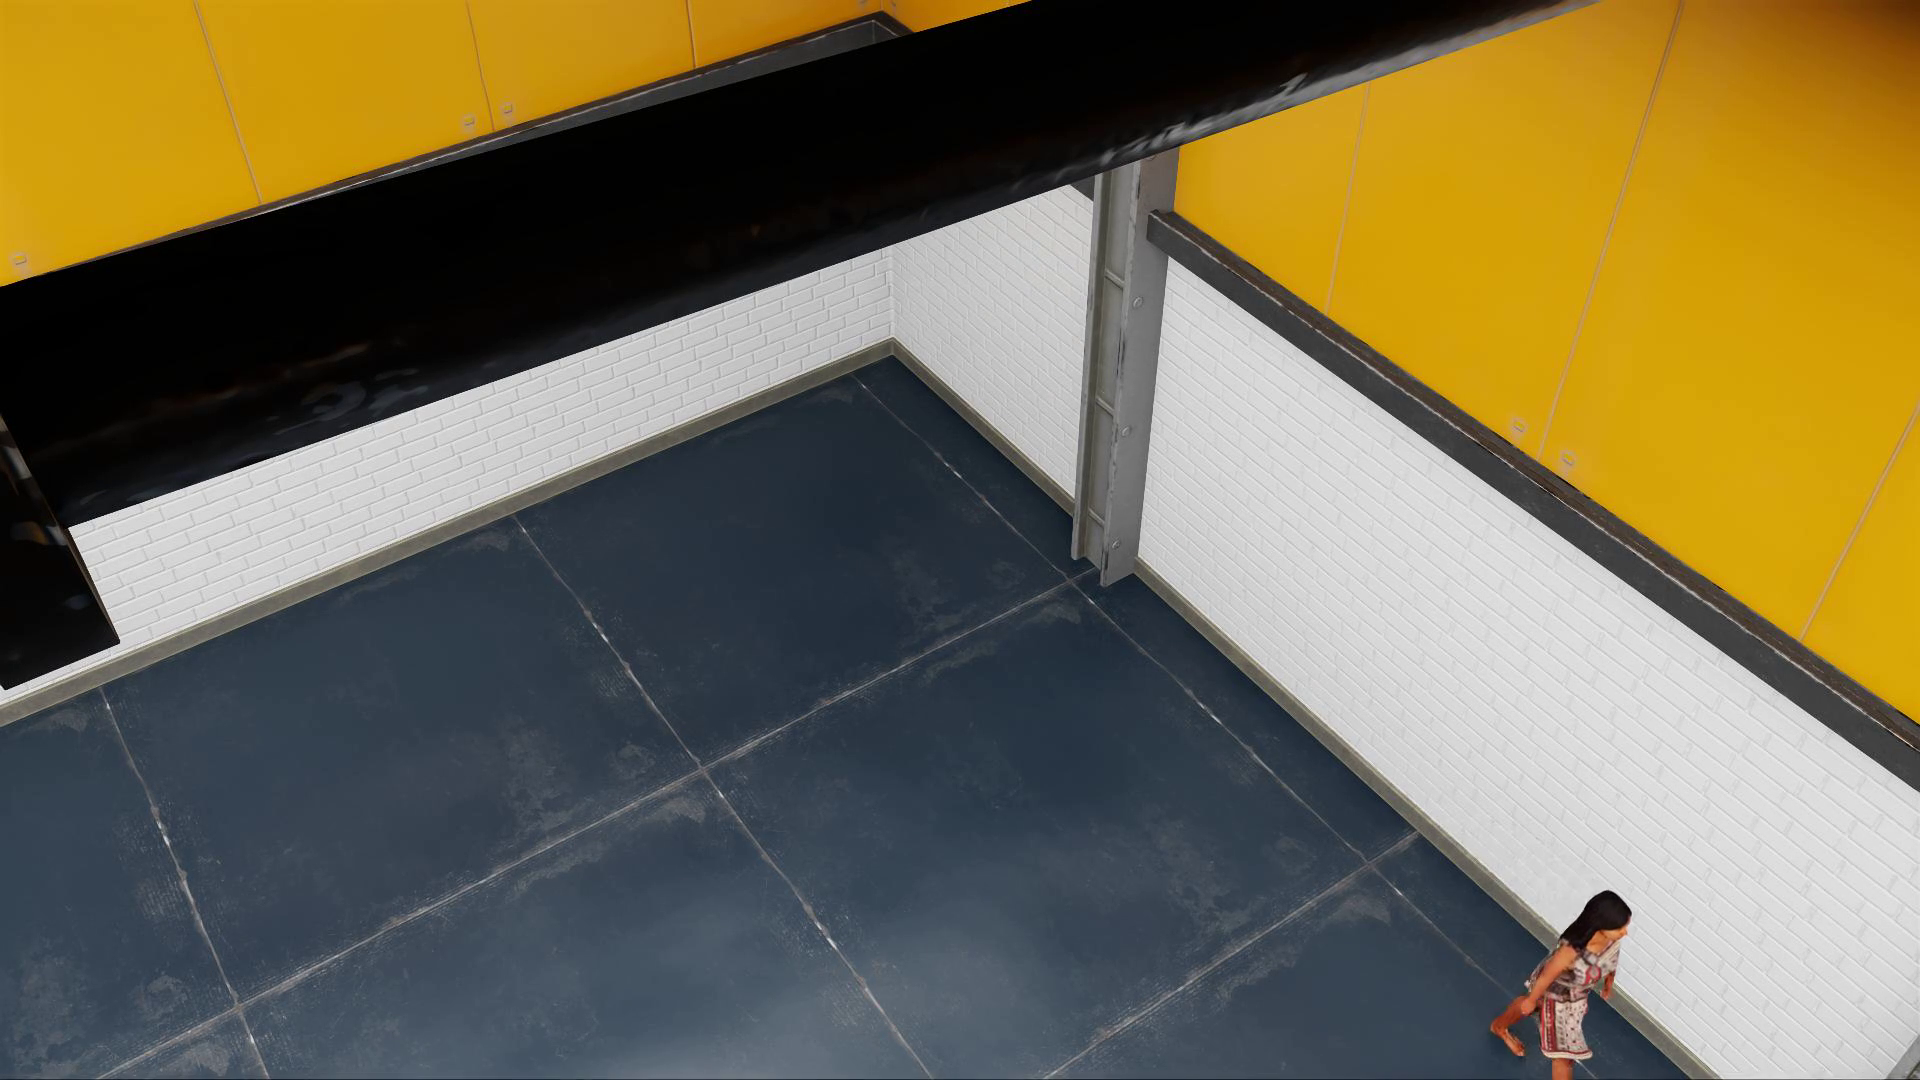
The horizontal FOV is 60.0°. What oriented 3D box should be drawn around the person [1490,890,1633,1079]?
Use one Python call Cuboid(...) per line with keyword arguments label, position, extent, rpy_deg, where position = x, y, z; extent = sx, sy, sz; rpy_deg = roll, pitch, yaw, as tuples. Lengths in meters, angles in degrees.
Cuboid(label="person", position=(3.094, 2.294, 8.721), extent=(0.646, 1.609, 1.009), rpy_deg=(-28, 50, -26))
